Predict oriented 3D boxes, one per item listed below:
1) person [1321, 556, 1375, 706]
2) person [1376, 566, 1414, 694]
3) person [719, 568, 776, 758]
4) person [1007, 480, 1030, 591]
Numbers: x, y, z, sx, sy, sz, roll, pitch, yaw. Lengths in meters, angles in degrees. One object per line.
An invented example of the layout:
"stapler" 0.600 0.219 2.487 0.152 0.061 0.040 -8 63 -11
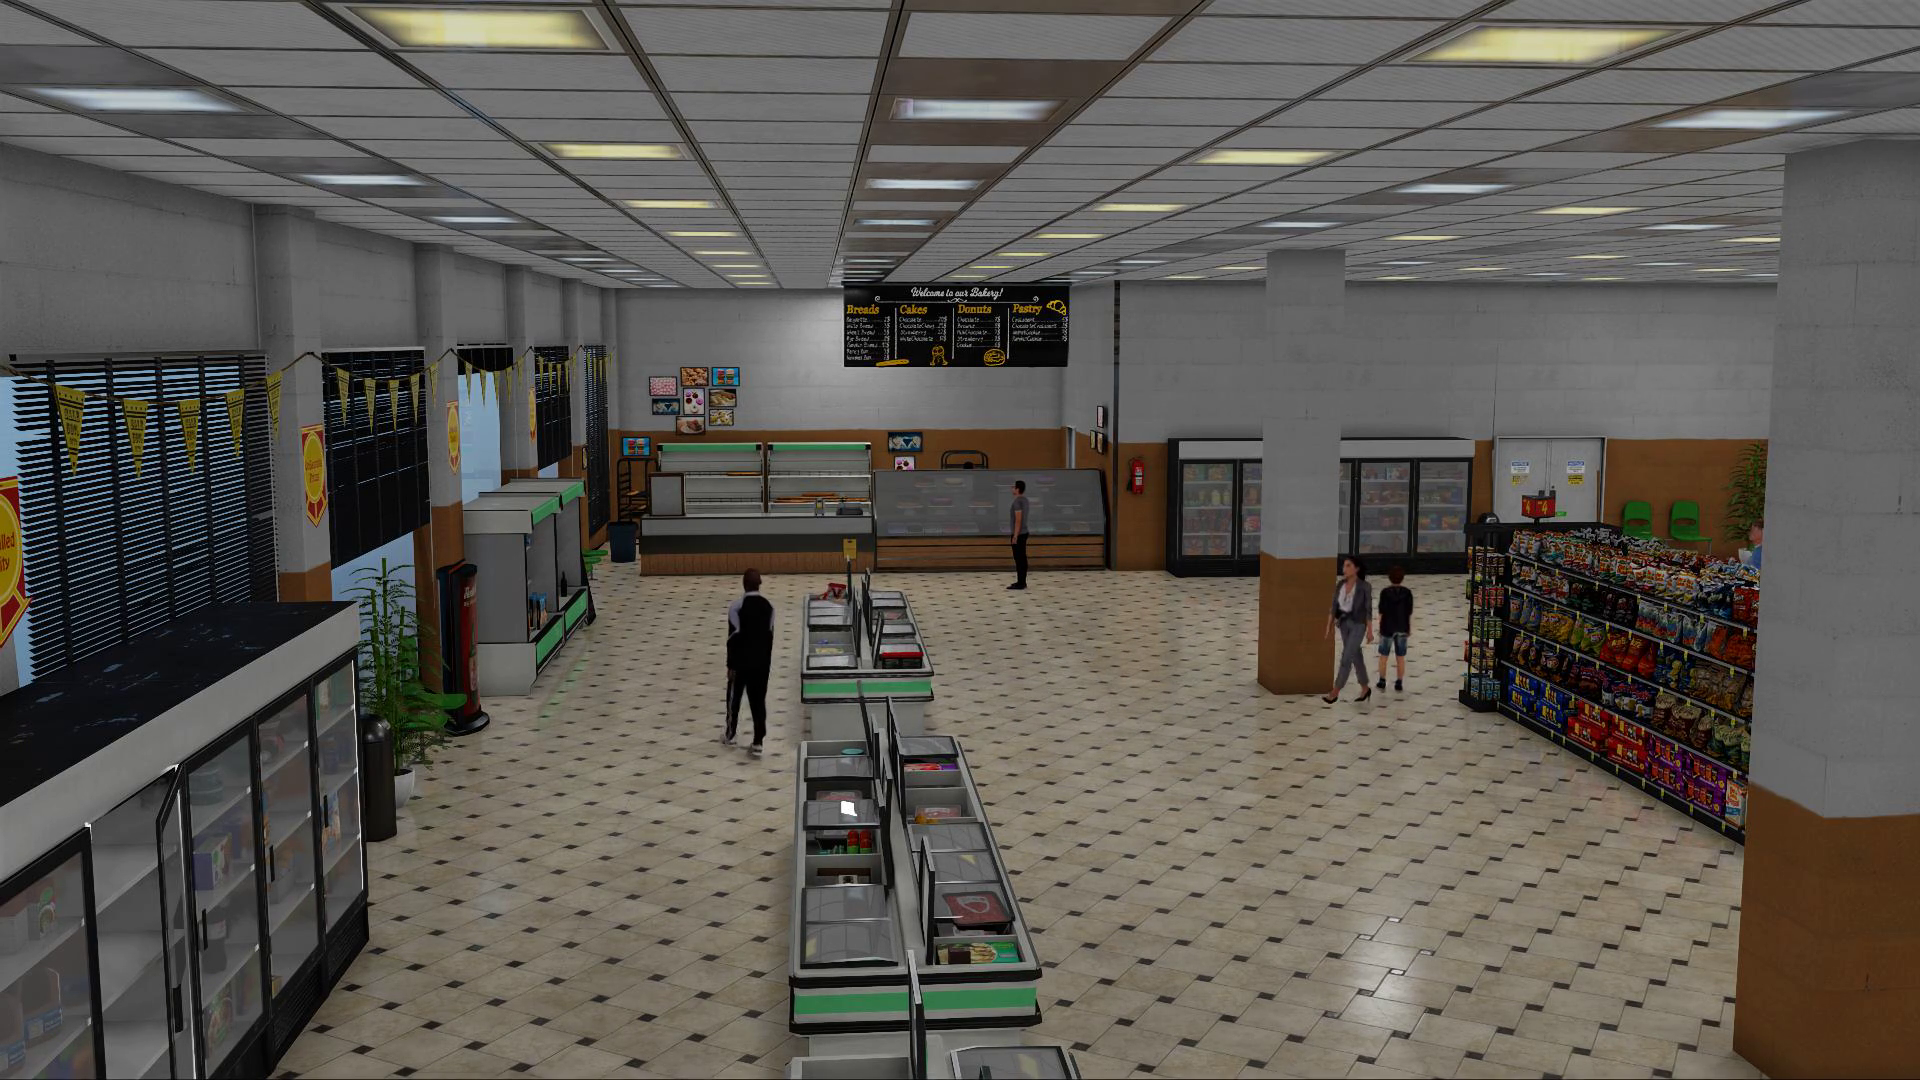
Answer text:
"person" 4.342 1.017 18.148 1.049 1.626 1.126 -5 8 -35
"person" 4.943 1.015 18.953 0.580 1.438 0.589 1 7 7
"person" -1.970 1.191 15.956 0.915 1.808 1.094 -4 8 -29
"person" 0.962 -0.093 26.801 0.740 1.754 0.604 2 7 14
